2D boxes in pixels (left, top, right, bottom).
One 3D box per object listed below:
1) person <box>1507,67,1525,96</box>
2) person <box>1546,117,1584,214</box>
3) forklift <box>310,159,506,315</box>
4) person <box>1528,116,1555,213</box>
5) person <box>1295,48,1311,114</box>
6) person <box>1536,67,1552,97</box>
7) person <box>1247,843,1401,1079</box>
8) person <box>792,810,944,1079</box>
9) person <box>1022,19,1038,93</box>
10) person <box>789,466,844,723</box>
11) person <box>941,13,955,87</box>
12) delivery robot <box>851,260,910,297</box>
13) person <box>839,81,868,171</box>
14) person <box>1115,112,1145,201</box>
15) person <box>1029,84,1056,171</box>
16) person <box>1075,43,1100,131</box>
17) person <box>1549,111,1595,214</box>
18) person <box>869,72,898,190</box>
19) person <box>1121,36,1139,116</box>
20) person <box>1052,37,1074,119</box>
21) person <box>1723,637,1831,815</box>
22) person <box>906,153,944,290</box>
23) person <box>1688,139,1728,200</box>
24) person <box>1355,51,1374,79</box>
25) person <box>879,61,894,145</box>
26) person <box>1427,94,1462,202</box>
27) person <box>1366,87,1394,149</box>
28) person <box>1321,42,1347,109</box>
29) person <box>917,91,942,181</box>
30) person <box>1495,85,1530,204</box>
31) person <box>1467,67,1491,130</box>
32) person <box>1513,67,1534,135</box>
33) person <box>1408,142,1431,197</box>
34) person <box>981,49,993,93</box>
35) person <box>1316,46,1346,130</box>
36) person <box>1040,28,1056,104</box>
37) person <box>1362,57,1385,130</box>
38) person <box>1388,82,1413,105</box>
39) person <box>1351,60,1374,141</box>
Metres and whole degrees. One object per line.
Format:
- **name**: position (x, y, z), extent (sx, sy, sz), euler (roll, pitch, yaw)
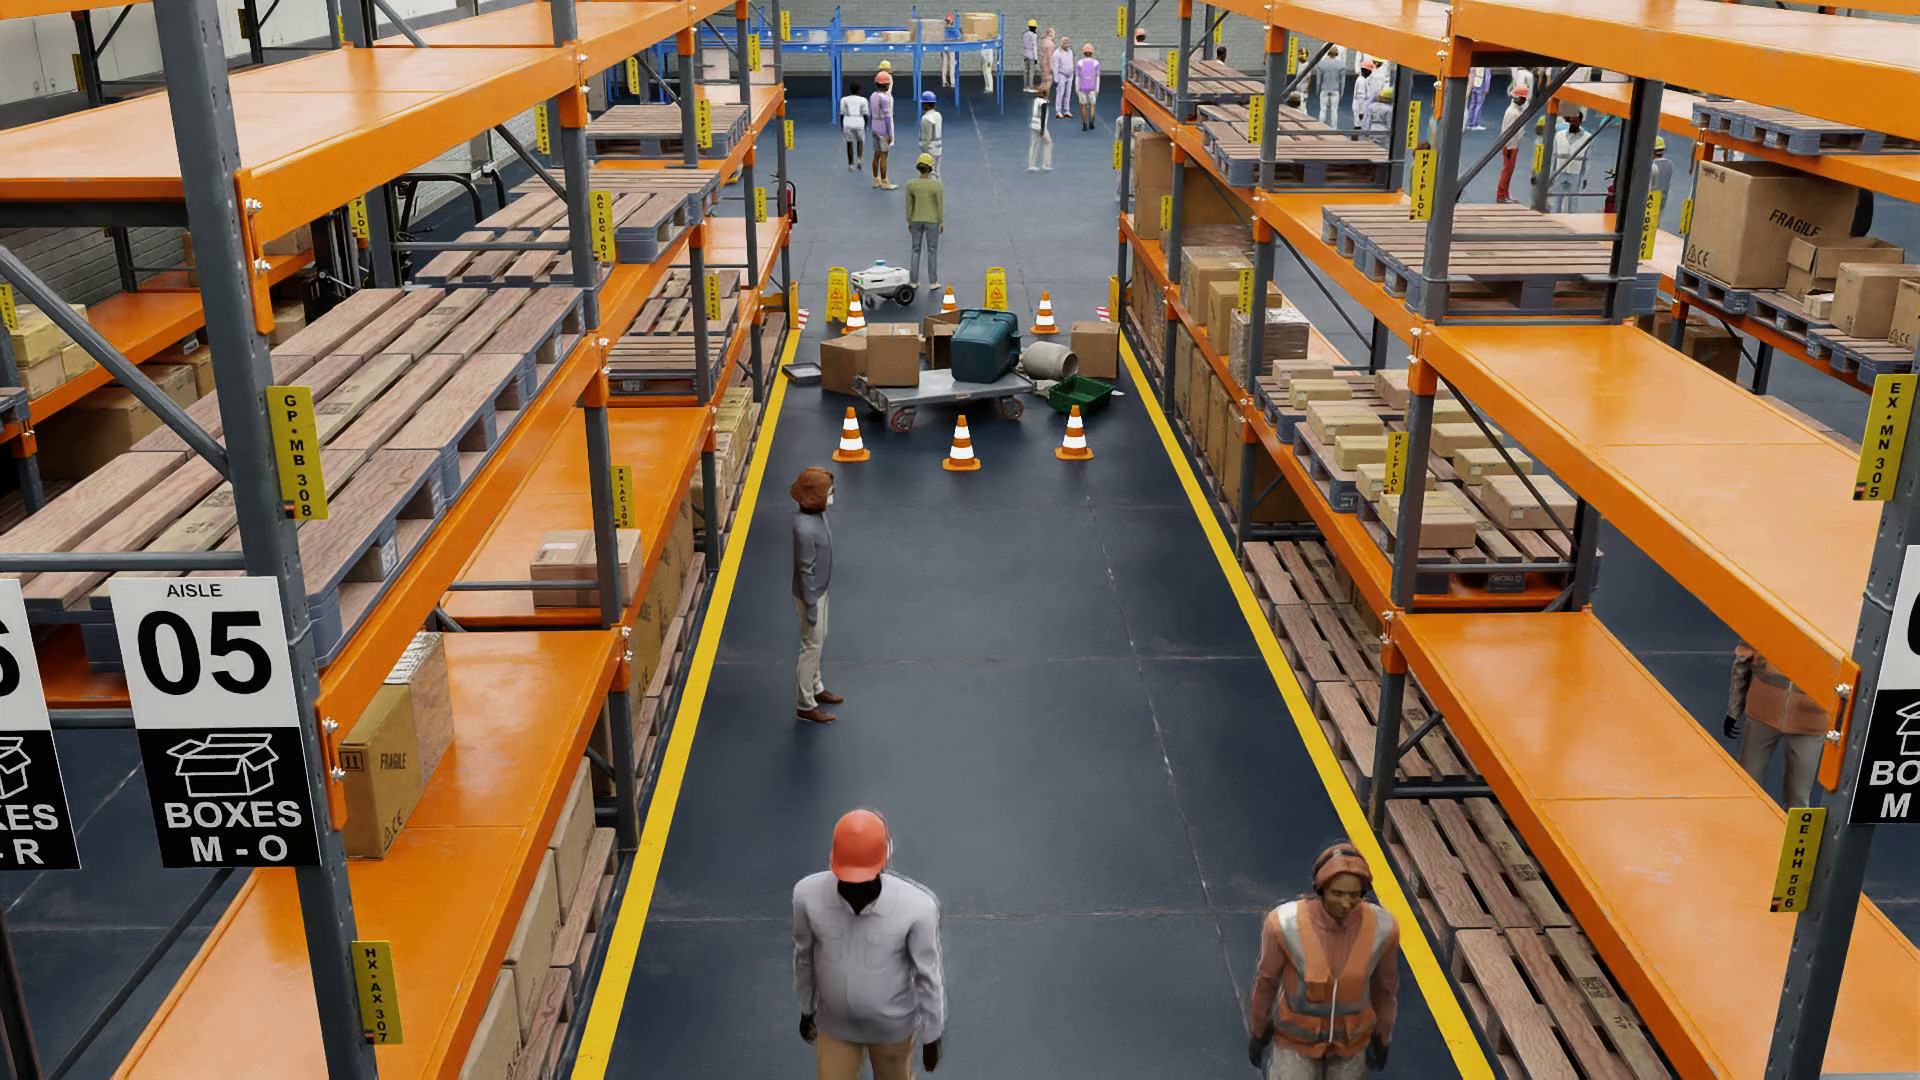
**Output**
- **person**: position (14.760, -12.548, 44.119), extent (0.522, 1.616, 0.719), euler (-5, 21, -14)
- **person**: position (9.513, -5.866, 26.135), extent (0.430, 1.845, 0.624), euler (-14, 25, -33)
- **forklift**: position (-5.622, -2.910, 17.832), extent (2.313, 2.155, 1.214), euler (-1, 21, -1)
- **person**: position (9.086, -5.718, 25.884), extent (0.492, 1.726, 0.521), euler (-13, 24, -30)
- **person**: position (7.557, -9.914, 36.804), extent (0.310, 1.864, 0.533), euler (-6, 22, -15)
- **person**: position (15.517, -12.621, 43.940), extent (0.554, 1.889, 0.983), euler (5, 21, 14)
- **person**: position (1.324, 1.831, 6.091), extent (0.539, 1.624, 0.374), euler (0, 21, -1)
- **person**: position (-0.349, 1.754, 6.160), extent (0.581, 1.724, 0.737), euler (4, 21, 10)
- **person**: position (1.948, -13.239, 45.505), extent (0.382, 1.924, 0.594), euler (-12, 24, -29)
- **person**: position (-0.877, 0.325, 10.078), extent (0.287, 1.623, 0.507), euler (1, 21, 3)
- **person**: position (-0.292, -13.836, 46.992), extent (0.622, 1.990, 0.397), euler (14, 25, 33)
- **delivery robot**: position (-1.004, -3.280, 20.960), extent (0.707, 0.478, 0.477), euler (-11, 23, -27)
- **person**: position (-2.026, -7.882, 31.672), extent (0.549, 1.678, 0.391), euler (-3, 21, -7)
- **person**: position (2.890, -6.668, 28.411), extent (0.494, 1.729, 0.325), euler (1, 21, 4)
- **person**: position (1.590, -7.831, 31.637), extent (0.603, 1.616, 0.533), euler (-7, 22, -18)
- **person**: position (2.857, -10.189, 37.461), extent (0.545, 1.923, 0.402), euler (-1, 21, -1)
- **person**: position (9.184, -5.504, 25.072), extent (0.588, 1.920, 0.392), euler (13, 24, 31)
- **person**: position (-1.372, -7.271, 29.567), extent (0.390, 2.045, 0.607), euler (-12, 24, -28)
- **person**: position (3.946, -10.705, 38.711), extent (0.375, 1.997, 0.612), euler (11, 23, 27)
- **person**: position (2.486, -11.044, 39.756), extent (0.401, 1.894, 0.653), euler (19, 28, 40)
- **person**: position (4.094, 0.869, 8.216), extent (0.585, 1.927, 0.366), euler (14, 25, 32)
- **person**: position (-0.455, -4.158, 21.741), extent (0.518, 1.757, 0.337), euler (7, 22, 18)
- **person**: position (11.880, -5.970, 26.405), extent (0.572, 1.843, 0.373), euler (2, 21, 6)
- **person**: position (10.305, -11.936, 42.244), extent (0.580, 1.809, 1.067), euler (1, 21, 4)
- **person**: position (-1.559, -9.254, 35.228), extent (0.320, 1.742, 0.492), euler (0, 21, 0)
- **person**: position (8.114, -6.598, 28.103), extent (0.556, 1.821, 0.799), euler (-17, 27, -38)
- **person**: position (7.635, -7.398, 30.375), extent (0.440, 1.705, 0.529), euler (-16, 26, -36)
- **person**: position (9.317, -11.740, 41.528), extent (0.635, 1.936, 0.356), euler (-3, 21, -9)
- **person**: position (-0.509, -6.368, 27.335), extent (0.433, 1.938, 0.614), euler (8, 22, 19)
- **person**: position (9.307, -6.649, 28.014), extent (0.410, 1.980, 0.627), euler (10, 23, 24)
- **person**: position (11.779, -10.257, 37.660), extent (0.416, 1.907, 0.593), euler (-8, 22, -20)
- **person**: position (12.456, -9.836, 36.958), extent (0.438, 1.626, 0.553), euler (-9, 23, -22)
- **person**: position (6.546, -4.871, 23.795), extent (0.271, 1.632, 0.508), euler (14, 25, 33)
- **person**: position (0.715, -13.096, 45.385), extent (0.360, 1.742, 0.559), euler (-7, 22, -18)
- **person**: position (8.126, -9.846, 36.520), extent (0.629, 1.940, 0.372), euler (5, 21, 13)
- **person**: position (2.273, -12.179, 42.777), extent (0.404, 1.886, 0.663), euler (-7, 22, -17)
- **person**: position (9.188, -9.882, 36.868), extent (0.528, 1.760, 0.333), euler (-10, 23, -25)
- **person**: position (11.228, -11.909, 42.048), extent (0.767, 1.893, 0.606), euler (0, 21, 0)
- **person**: position (8.040, -8.612, 33.275), extent (0.383, 1.927, 0.543), euler (5, 21, 12)
